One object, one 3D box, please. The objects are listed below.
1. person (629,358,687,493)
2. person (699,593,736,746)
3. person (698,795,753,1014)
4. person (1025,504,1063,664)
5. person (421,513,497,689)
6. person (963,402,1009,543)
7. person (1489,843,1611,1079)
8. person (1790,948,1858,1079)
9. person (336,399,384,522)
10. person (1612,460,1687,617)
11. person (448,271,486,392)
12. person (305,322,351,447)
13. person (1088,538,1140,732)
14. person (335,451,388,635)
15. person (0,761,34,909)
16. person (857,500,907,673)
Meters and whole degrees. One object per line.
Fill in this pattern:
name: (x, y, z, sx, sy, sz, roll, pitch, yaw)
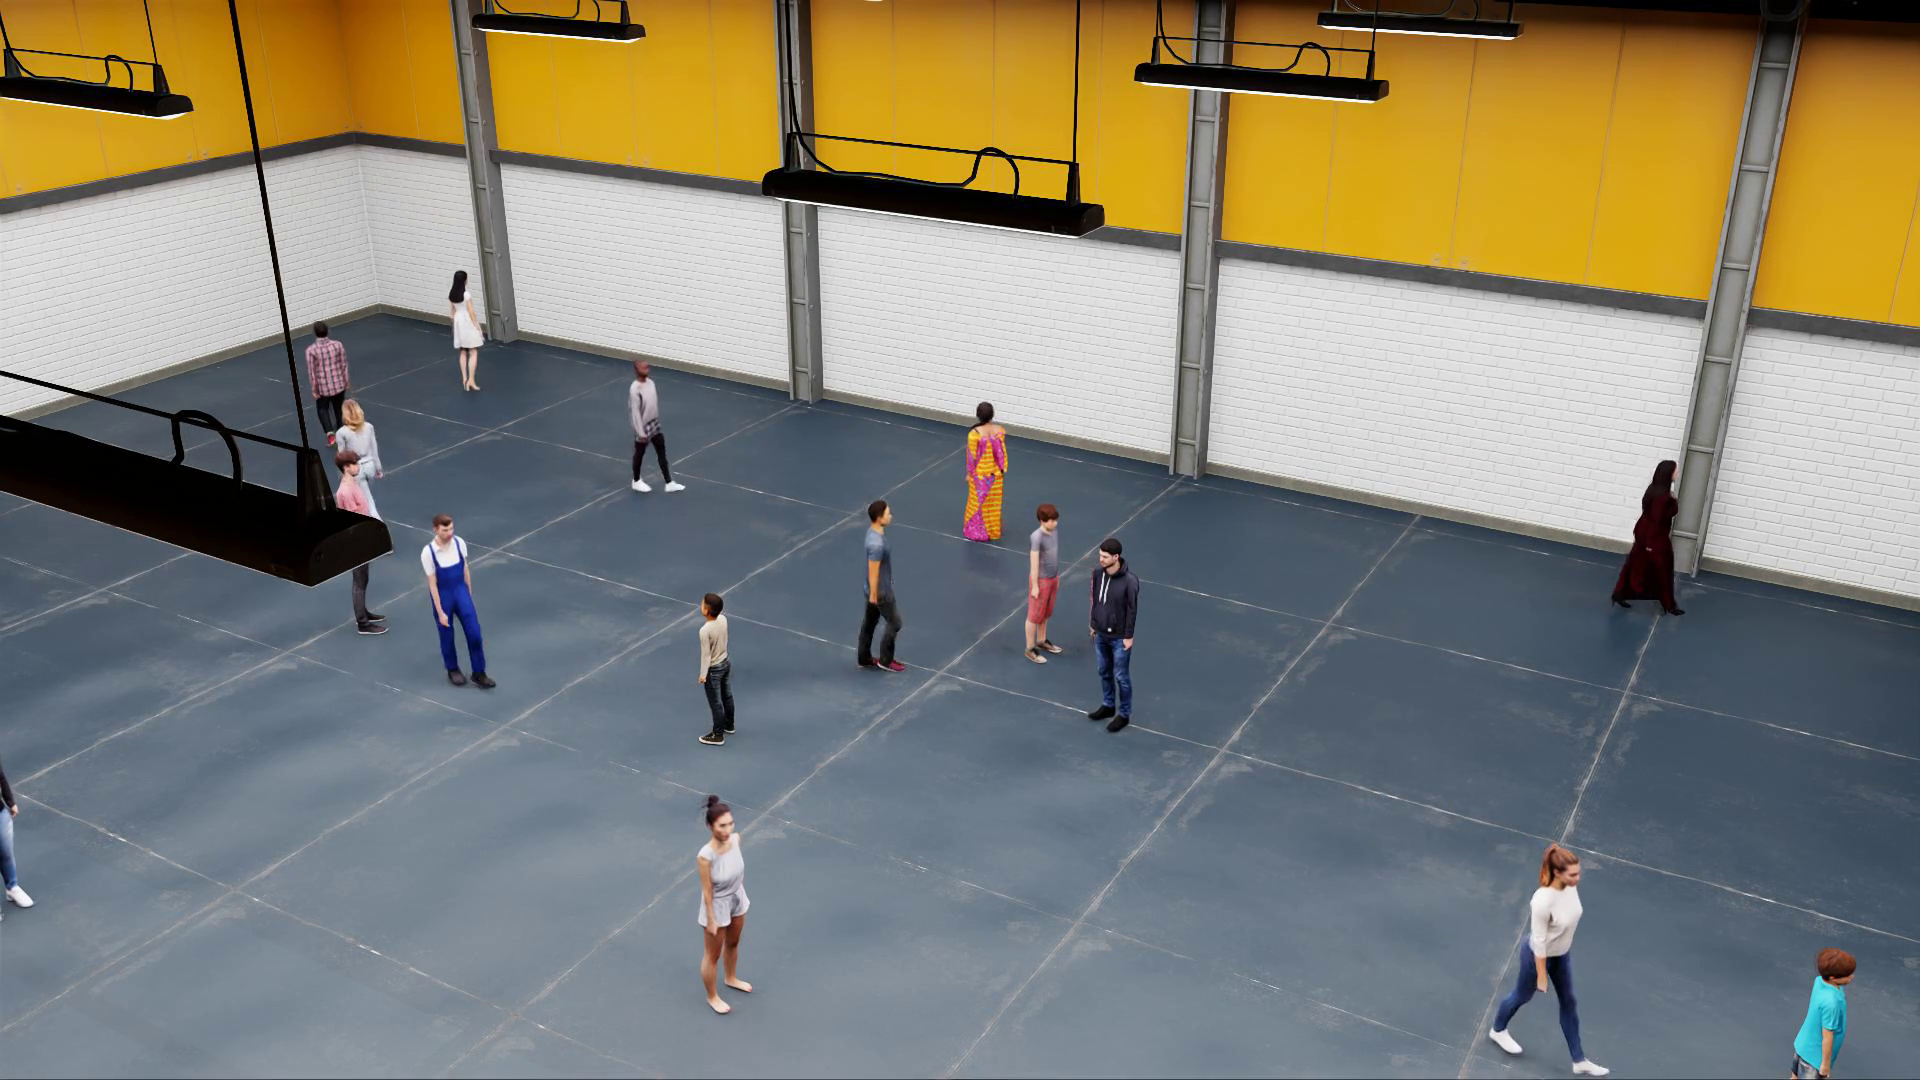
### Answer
person: (-3.980, -1.414, 20.647, 0.967, 1.747, 0.671, 12, 26, 25)
person: (-2.220, 1.156, 15.121, 0.527, 1.464, 0.577, 10, 25, 21)
person: (-1.674, 2.556, 11.734, 0.488, 1.613, 0.563, 14, 27, 29)
person: (0.832, 0.398, 16.625, 0.535, 1.648, 0.614, 16, 28, 32)
person: (-4.969, 0.554, 16.048, 0.801, 1.825, 0.961, -19, 30, -37)
person: (0.282, -0.826, 19.390, 0.789, 1.676, 0.818, -14, 27, -29)
person: (3.845, 2.766, 11.163, 0.895, 1.684, 1.131, -17, 29, -34)
person: (5.402, 3.185, 10.498, 0.551, 1.449, 0.567, 6, 24, 14)
person: (-6.814, -0.713, 19.044, 0.854, 1.746, 1.254, -21, 31, -39)
person: (7.172, -0.018, 17.483, 1.048, 1.722, 0.850, 5, 24, 11)
person: (-7.261, -3.062, 24.399, 0.621, 1.761, 0.771, 12, 26, 25)
person: (-8.335, -2.029, 22.048, 0.794, 1.751, 0.793, -15, 28, -30)
person: (1.434, 0.837, 15.324, 0.801, 1.885, 0.644, -21, 31, -39)
person: (-6.217, 0.009, 17.126, 0.772, 1.959, 0.692, -8, 25, -18)
person: (-7.450, 2.135, 12.672, 0.597, 1.632, 0.666, 17, 29, 34)
person: (-0.895, 0.461, 16.297, 0.883, 1.795, 0.825, -3, 24, -7)
